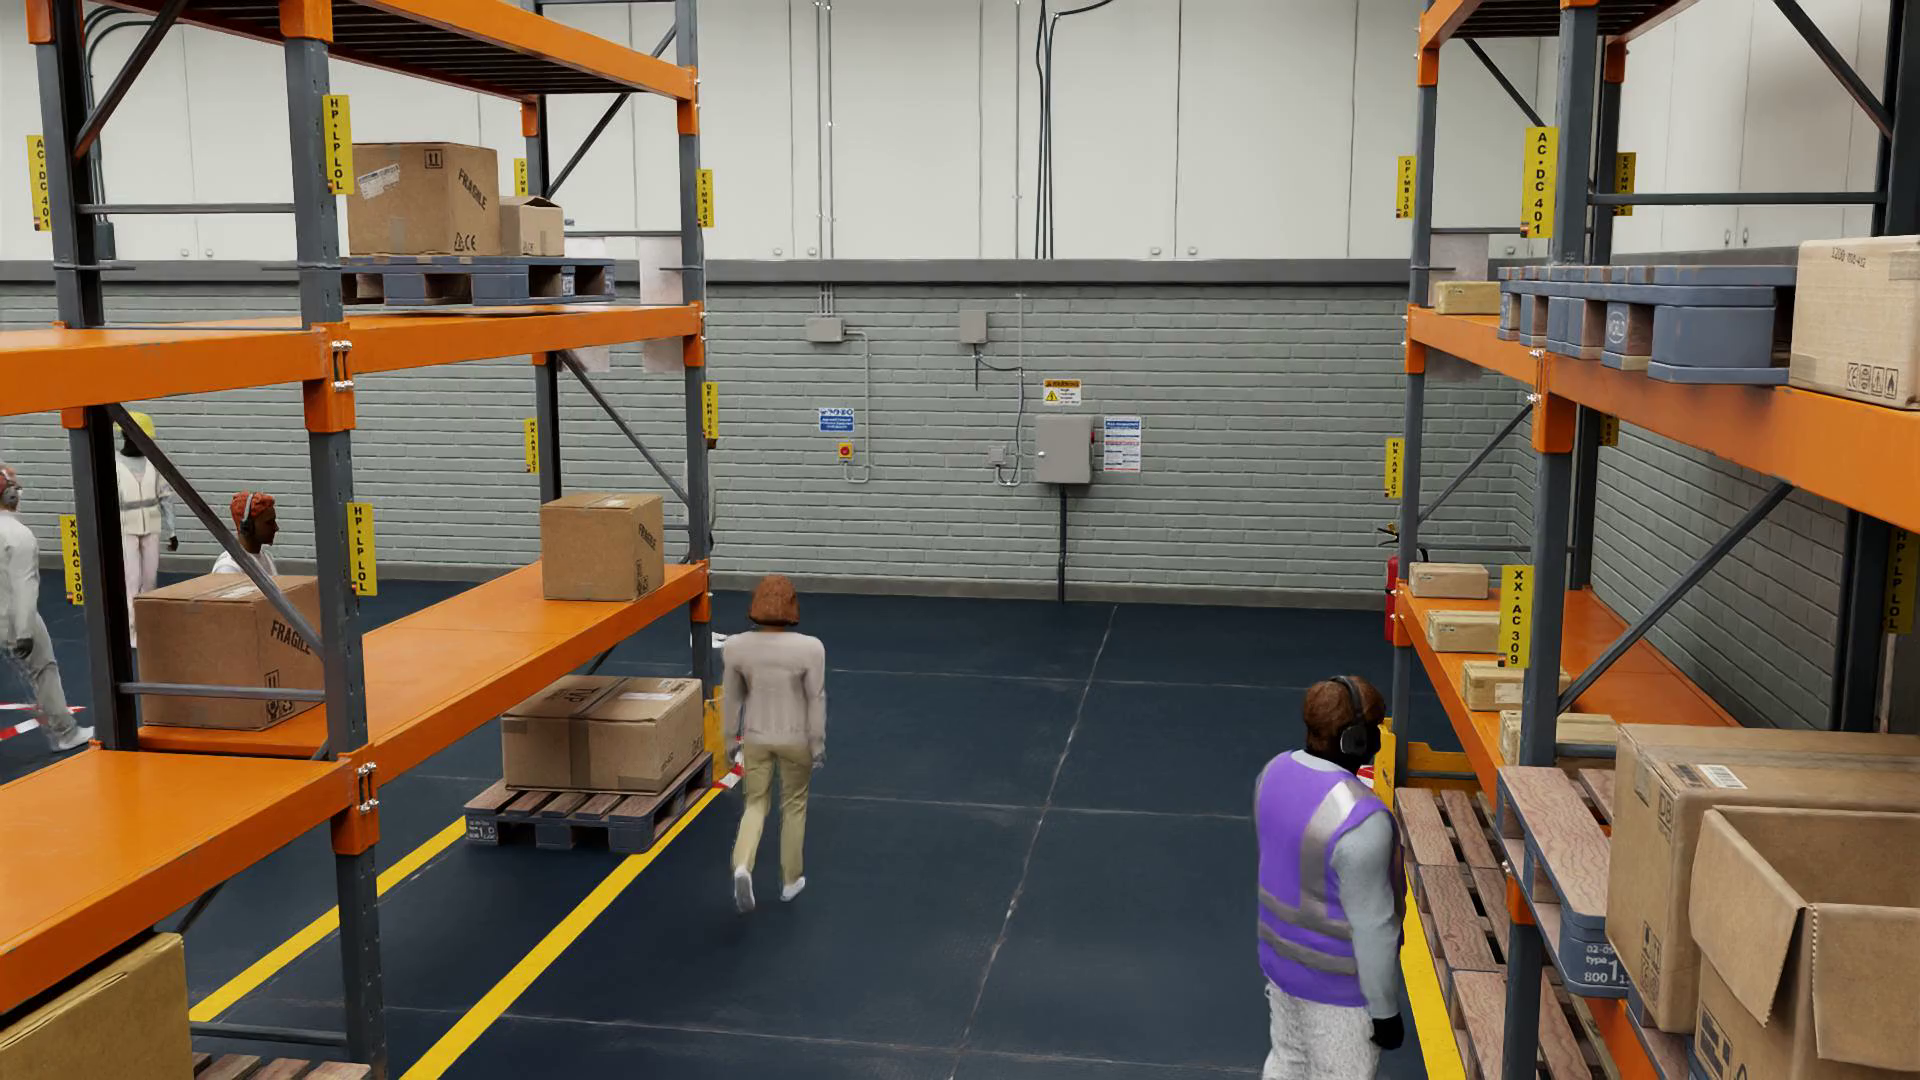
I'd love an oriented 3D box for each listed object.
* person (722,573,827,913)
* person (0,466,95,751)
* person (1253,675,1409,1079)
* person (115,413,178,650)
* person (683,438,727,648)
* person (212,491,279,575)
[{"bbox_3d":[-0.884,0.968,7.842,0.503,1.616,0.605,1,9,9],"label":"person"},{"bbox_3d":[-5.840,0.476,10.157,0.643,1.857,1.032,2,10,15],"label":"person"},{"bbox_3d":[1.120,1.313,5.043,0.429,1.841,0.627,-3,10,-16],"label":"person"},{"bbox_3d":[-6.551,-0.061,13.347,0.730,1.885,0.622,7,12,37],"label":"person"},{"bbox_3d":[-2.062,-0.068,13.429,0.328,1.876,0.515,-1,9,-6],"label":"person"},{"bbox_3d":[-3.740,0.675,8.837,0.358,1.880,0.575,0,9,-2],"label":"person"}]
